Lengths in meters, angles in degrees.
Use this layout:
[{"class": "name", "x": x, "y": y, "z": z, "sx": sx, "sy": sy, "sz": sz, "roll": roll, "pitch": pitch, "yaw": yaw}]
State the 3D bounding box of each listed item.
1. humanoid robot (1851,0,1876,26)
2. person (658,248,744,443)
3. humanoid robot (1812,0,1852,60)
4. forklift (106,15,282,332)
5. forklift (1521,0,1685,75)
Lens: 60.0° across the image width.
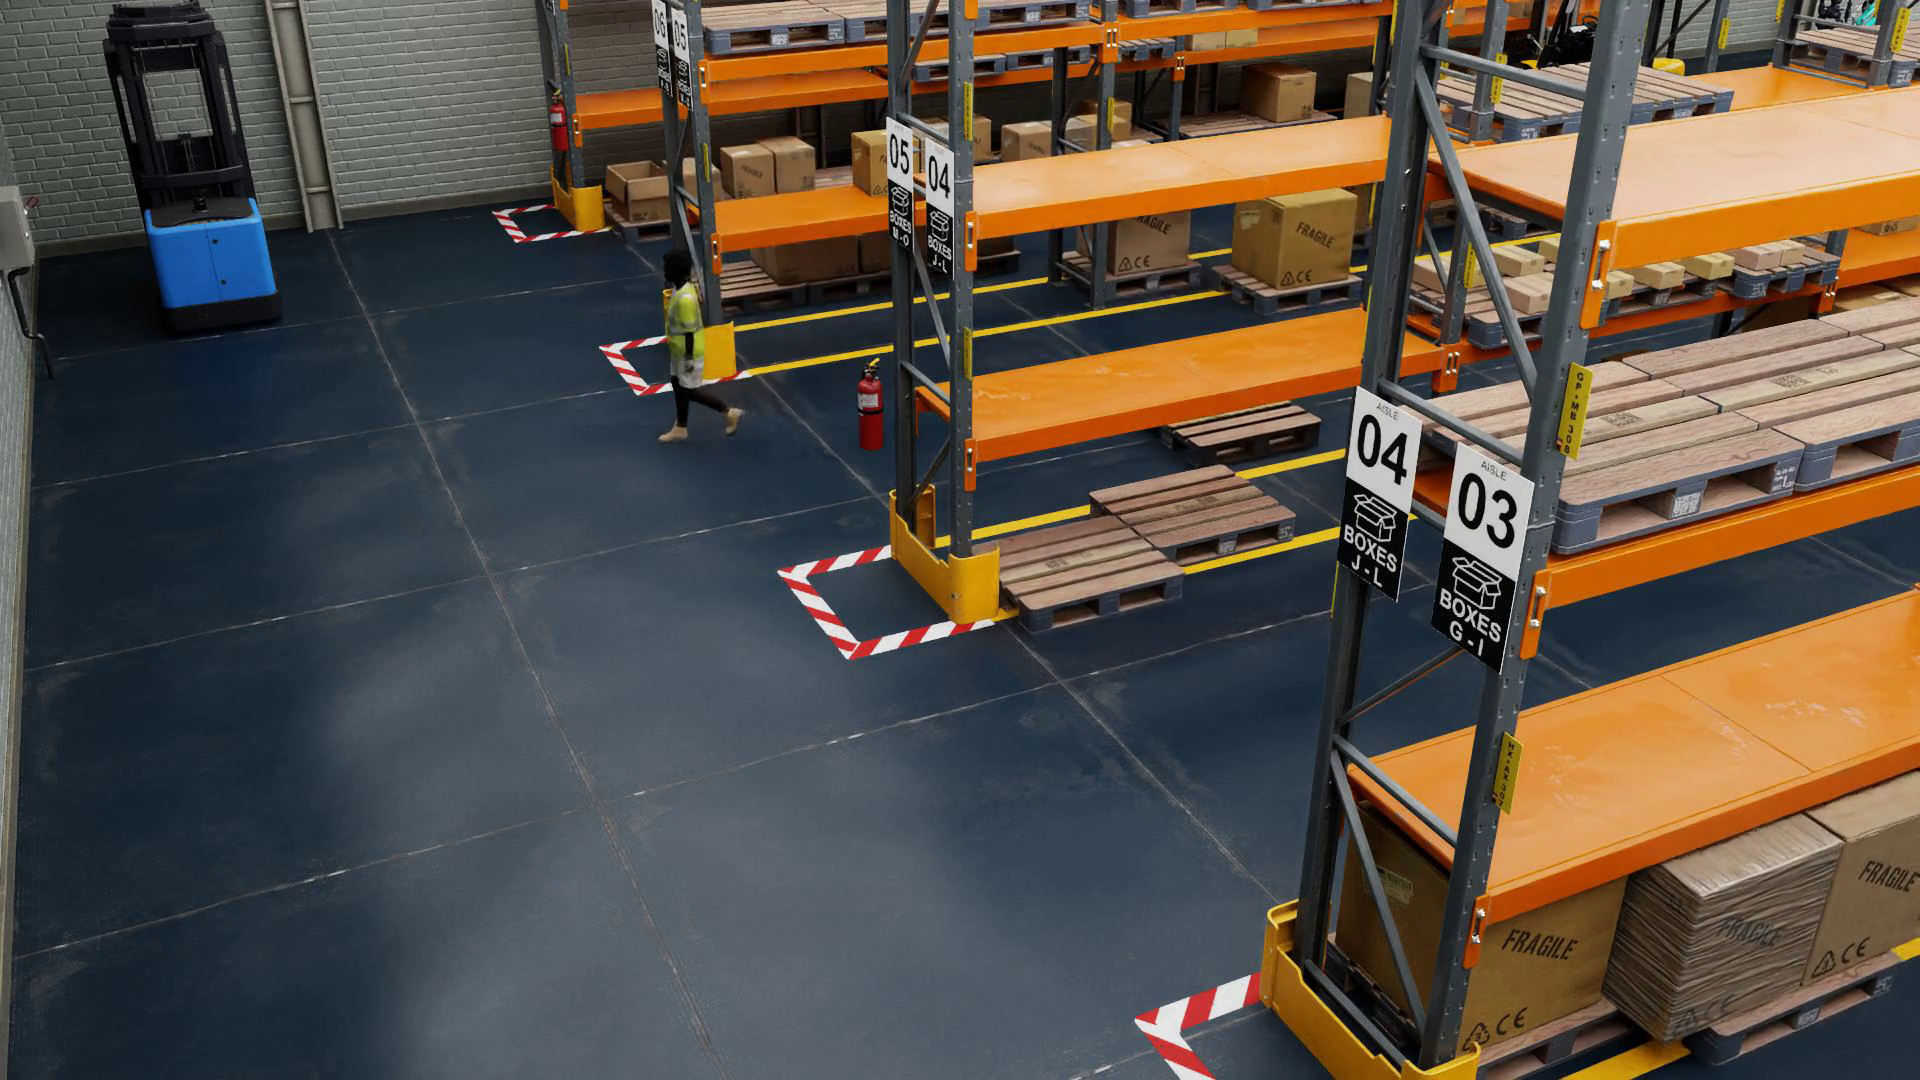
[{"class": "humanoid robot", "x": 14.727, "y": -8.649, "z": 26.922, "sx": 0.735, "sy": 1.681, "sz": 0.533, "roll": -12, "pitch": 30, "yaw": -22}, {"class": "person", "x": -2.172, "y": -1.569, "z": 13.574, "sx": 0.643, "sy": 1.679, "sz": 0.540, "roll": -7, "pitch": 28, "yaw": -13}, {"class": "humanoid robot", "x": 13.865, "y": -8.304, "z": 26.457, "sx": 0.315, "sy": 1.659, "sz": 0.599, "roll": -12, "pitch": 30, "yaw": -22}, {"class": "forklift", "x": -7.548, "y": -3.672, "z": 16.323, "sx": 1.129, "sy": 2.768, "sz": 1.873, "roll": -12, "pitch": 30, "yaw": -22}, {"class": "forklift", "x": 8.950, "y": -6.807, "z": 23.056, "sx": 1.214, "sy": 2.155, "sz": 2.313, "roll": -12, "pitch": 30, "yaw": -22}]
